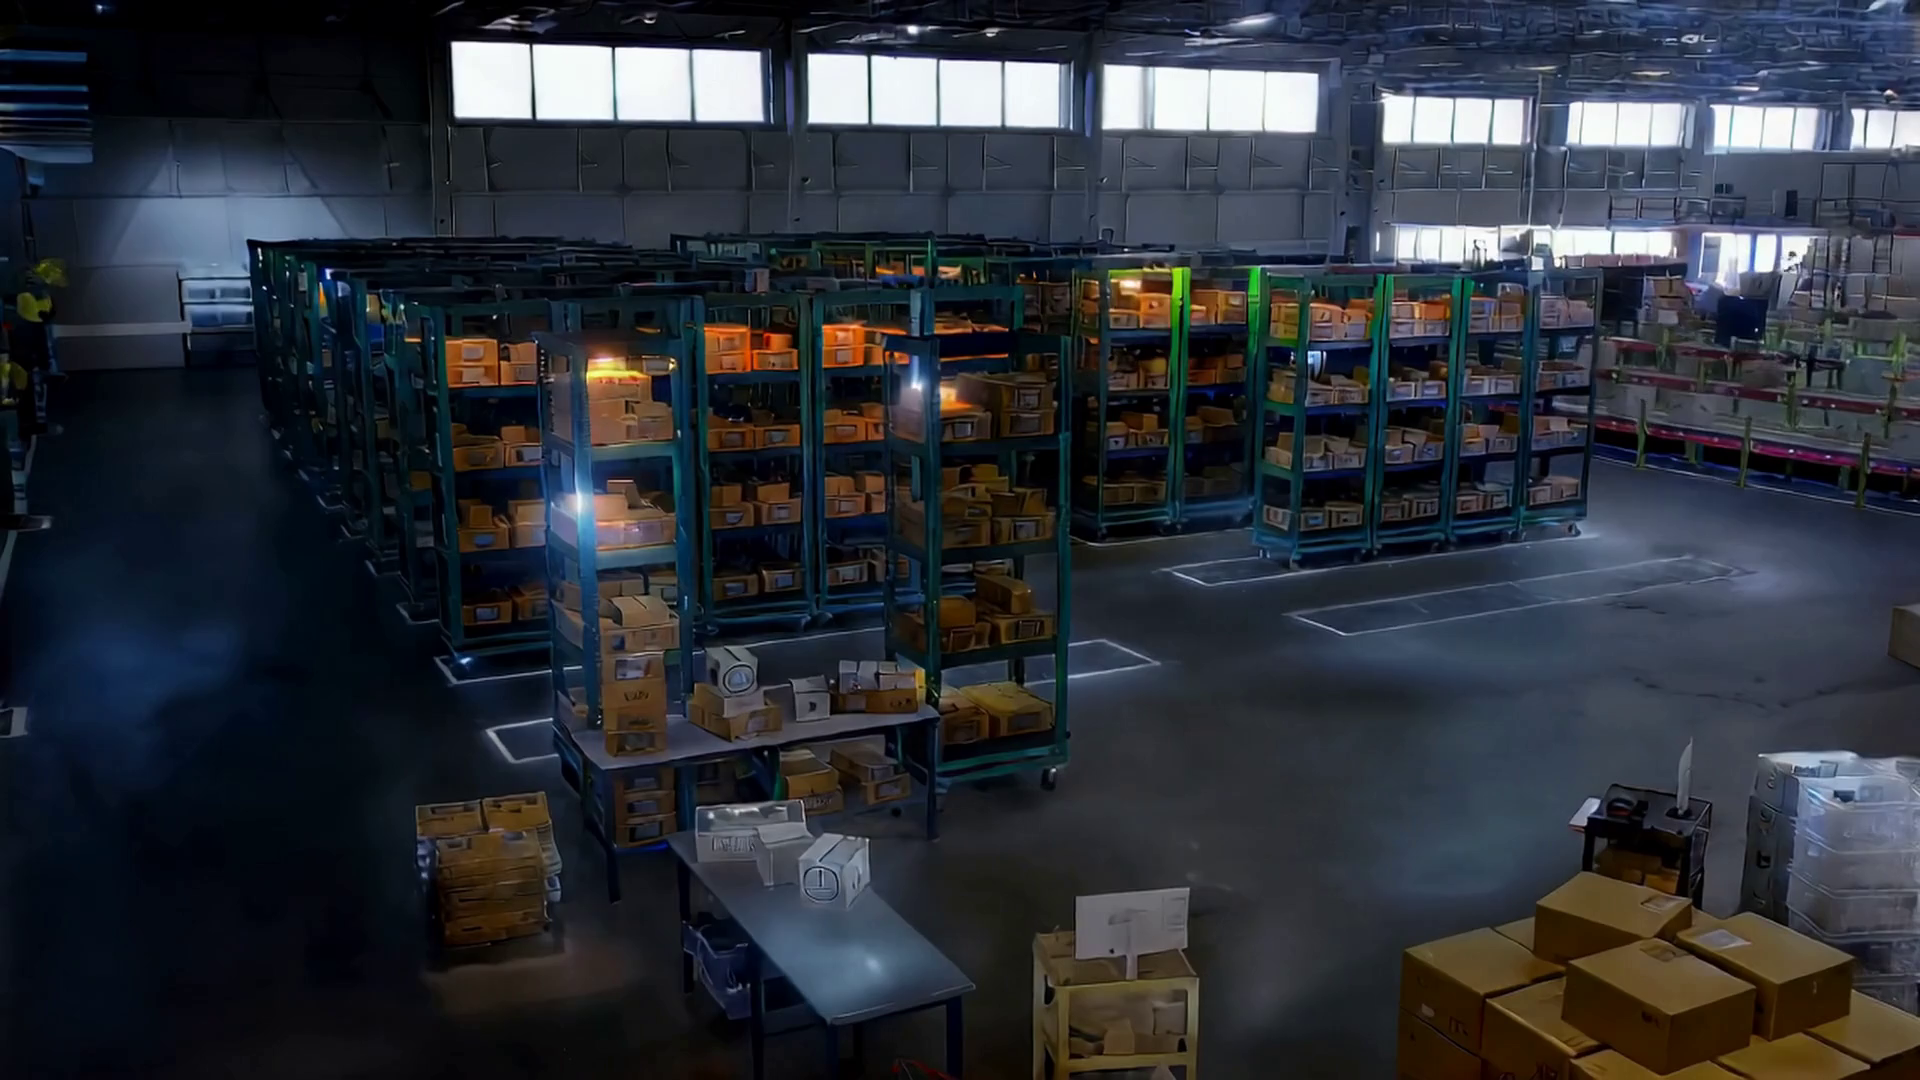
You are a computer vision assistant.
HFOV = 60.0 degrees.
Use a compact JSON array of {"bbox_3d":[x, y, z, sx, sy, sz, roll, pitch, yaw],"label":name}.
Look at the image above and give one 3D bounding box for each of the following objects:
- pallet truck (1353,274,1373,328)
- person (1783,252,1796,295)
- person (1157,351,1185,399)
[{"bbox_3d":[13.011,-8.050,55.243,0.823,1.965,1.885,-7,14,-28],"label":"pallet truck"},{"bbox_3d":[35.796,-11.550,71.979,0.582,1.842,0.976,-6,13,-26],"label":"person"},{"bbox_3d":[4.652,-4.068,36.829,0.655,1.906,0.407,-3,12,-13],"label":"person"}]
